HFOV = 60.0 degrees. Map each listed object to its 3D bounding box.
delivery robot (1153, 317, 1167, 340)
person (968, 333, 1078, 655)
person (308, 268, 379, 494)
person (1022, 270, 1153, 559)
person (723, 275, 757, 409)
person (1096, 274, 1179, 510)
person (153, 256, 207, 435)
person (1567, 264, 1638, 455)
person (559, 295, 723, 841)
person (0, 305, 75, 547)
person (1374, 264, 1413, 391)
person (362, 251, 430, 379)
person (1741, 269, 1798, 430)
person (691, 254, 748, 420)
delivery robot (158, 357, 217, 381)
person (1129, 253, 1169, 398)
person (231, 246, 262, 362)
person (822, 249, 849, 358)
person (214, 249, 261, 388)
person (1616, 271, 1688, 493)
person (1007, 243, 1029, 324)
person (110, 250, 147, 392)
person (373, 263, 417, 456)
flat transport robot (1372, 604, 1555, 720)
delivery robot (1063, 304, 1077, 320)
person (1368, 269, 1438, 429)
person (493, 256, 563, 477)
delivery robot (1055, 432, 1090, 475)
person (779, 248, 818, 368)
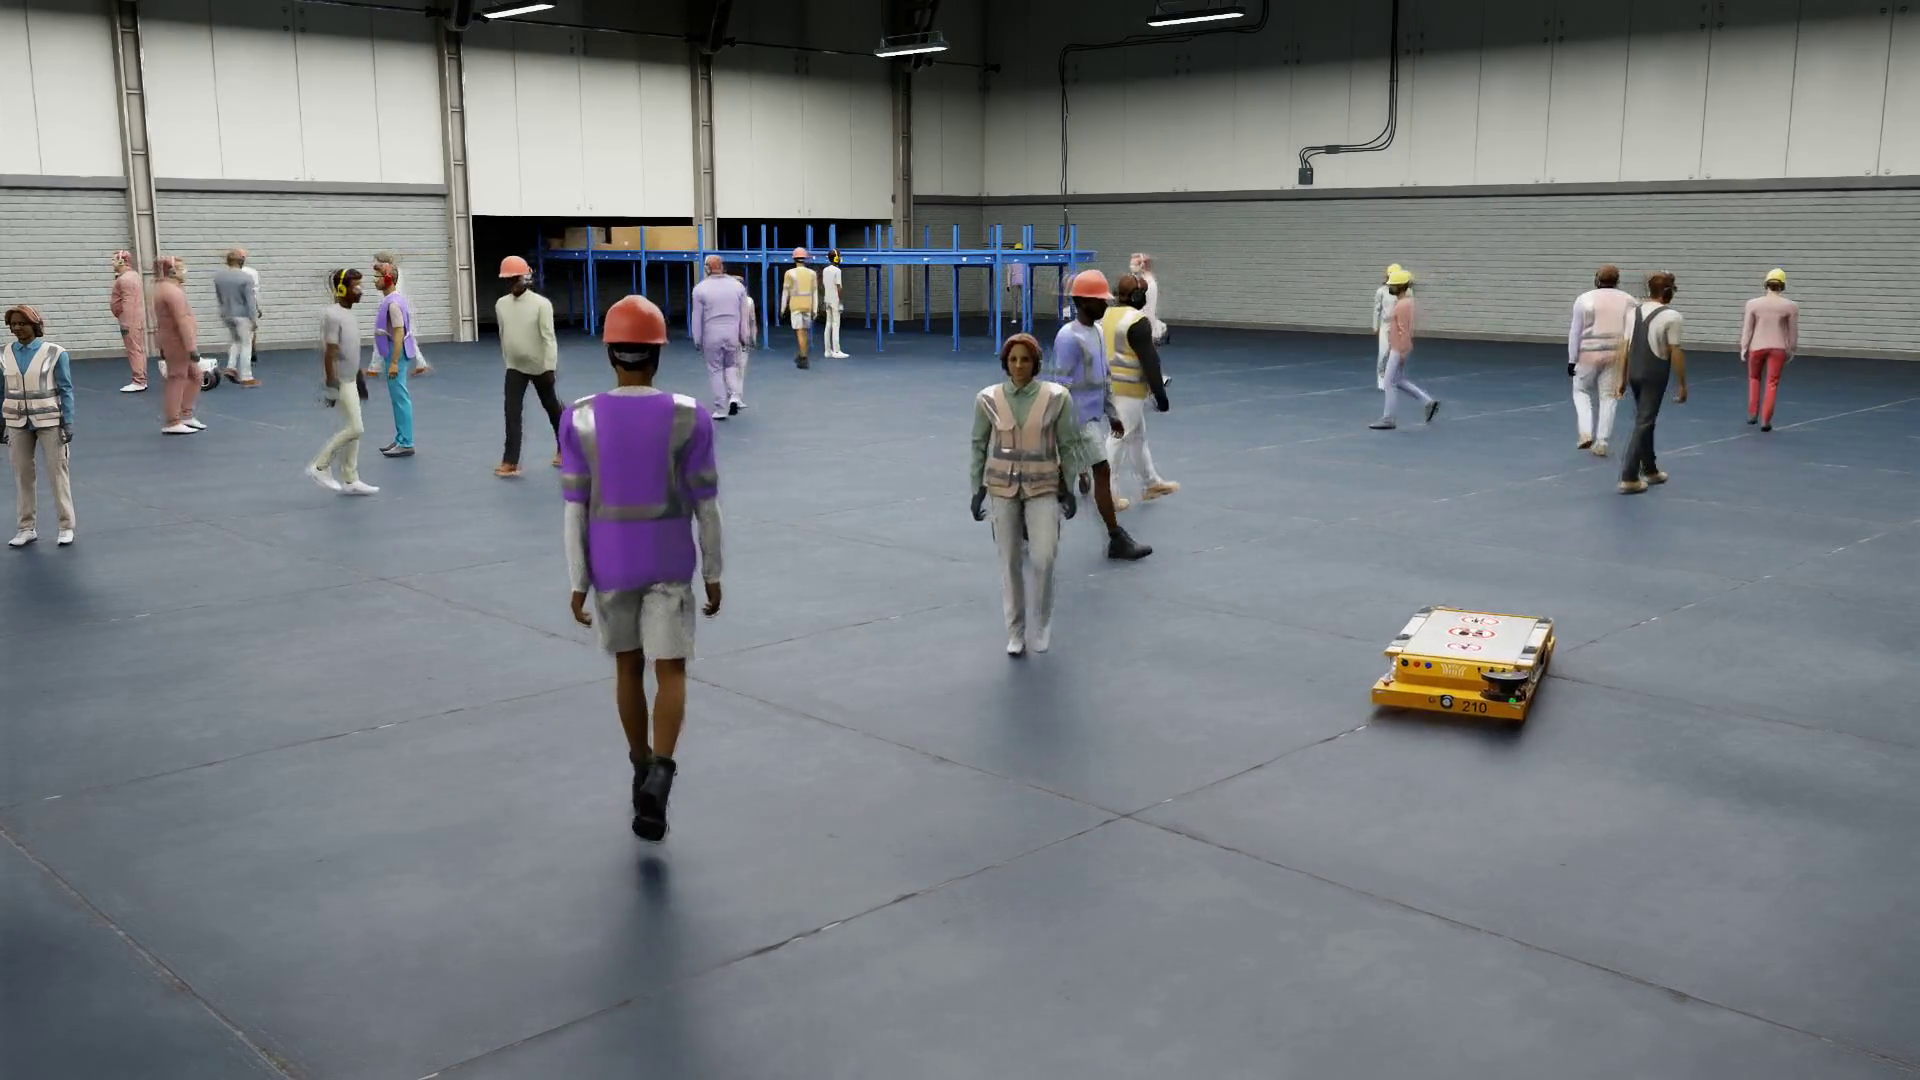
[{"bbox_3d":[3.785,-4.086,32.223,0.477,0.478,0.707,3,11,16],"label":"delivery robot"},{"bbox_3d":[0.311,-0.220,8.338,0.544,1.622,0.395,2,11,10],"label":"person"},{"bbox_3d":[-5.025,-1.280,13.529,0.456,1.847,0.570,-1,10,-5],"label":"person"},{"bbox_3d":[0.805,-0.844,11.067,0.988,1.889,0.563,5,11,23],"label":"person"},{"bbox_3d":[-2.740,-2.424,20.391,0.515,1.623,0.372,-7,13,-34],"label":"person"},{"bbox_3d":[1.421,-1.150,12.958,0.893,1.808,0.629,-4,11,-19],"label":"person"},{"bbox_3d":[-8.285,-2.078,17.772,0.589,1.884,0.661,-6,12,-32],"label":"person"},{"bbox_3d":[6.206,-1.742,16.092,0.661,1.828,0.458,1,10,6],"label":"person"},{"bbox_3d":[-1.129,0.091,5.908,0.555,1.909,0.880,-1,10,-5],"label":"person"},{"bbox_3d":[-6.330,-0.781,11.380,0.521,1.640,0.306,-2,11,-8],"label":"person"},{"bbox_3d":[5.899,-2.890,22.634,0.504,1.722,0.461,1,10,7],"label":"person"},{"bbox_3d":[-8.437,-3.354,24.761,1.011,1.892,0.633,0,10,2],"label":"person"},{"bbox_3d":[8.900,-2.096,18.286,0.546,1.734,0.795,6,12,29],"label":"person"},{"bbox_3d":[-2.784,-2.332,19.150,0.662,1.889,0.437,-5,12,-27],"label":"person"},{"bbox_3d":[-10.665,-2.388,22.964,0.707,0.478,0.477,-3,11,-15],"label":"delivery robot"},{"bbox_3d":[2.302,-2.639,20.814,0.564,1.890,0.668,0,10,-3],"label":"person"},{"bbox_3d":[-11.773,-3.836,27.264,0.581,1.922,0.457,-5,11,-24],"label":"person"},{"bbox_3d":[-2.194,-4.116,28.935,0.335,1.873,0.520,-8,13,-38],"label":"person"},{"bbox_3d":[-10.097,-3.106,23.303,0.646,1.914,0.476,3,11,17],"label":"person"},{"bbox_3d":[5.799,-1.313,13.805,0.826,1.809,0.533,-5,12,-27],"label":"person"},{"bbox_3d":[1.417,-6.166,39.991,0.585,1.917,0.382,0,10,0],"label":"person"},{"bbox_3d":[-11.325,-2.978,22.630,0.404,1.911,0.636,-3,11,-16],"label":"person"},{"bbox_3d":[-5.456,-1.745,16.076,0.390,1.846,0.564,-4,11,-22],"label":"person"},{"bbox_3d":[2.439,0.554,7.952,0.652,0.197,1.431,5,11,24],"label":"flat transport robot"},{"bbox_3d":[2.556,-5.216,38.385,0.477,0.478,0.707,-4,11,-21],"label":"delivery robot"},{"bbox_3d":[4.878,-2.086,18.217,0.666,1.749,0.533,2,11,12],"label":"person"},{"bbox_3d":[-3.856,-1.582,14.975,0.635,1.937,1.071,3,11,18],"label":"person"},{"bbox_3d":[0.762,-0.669,13.593,0.477,0.478,0.707,8,13,36],"label":"delivery robot"},{"bbox_3d":[-2.624,-3.730,26.732,0.568,1.900,0.878,-7,12,-32],"label":"person"}]
